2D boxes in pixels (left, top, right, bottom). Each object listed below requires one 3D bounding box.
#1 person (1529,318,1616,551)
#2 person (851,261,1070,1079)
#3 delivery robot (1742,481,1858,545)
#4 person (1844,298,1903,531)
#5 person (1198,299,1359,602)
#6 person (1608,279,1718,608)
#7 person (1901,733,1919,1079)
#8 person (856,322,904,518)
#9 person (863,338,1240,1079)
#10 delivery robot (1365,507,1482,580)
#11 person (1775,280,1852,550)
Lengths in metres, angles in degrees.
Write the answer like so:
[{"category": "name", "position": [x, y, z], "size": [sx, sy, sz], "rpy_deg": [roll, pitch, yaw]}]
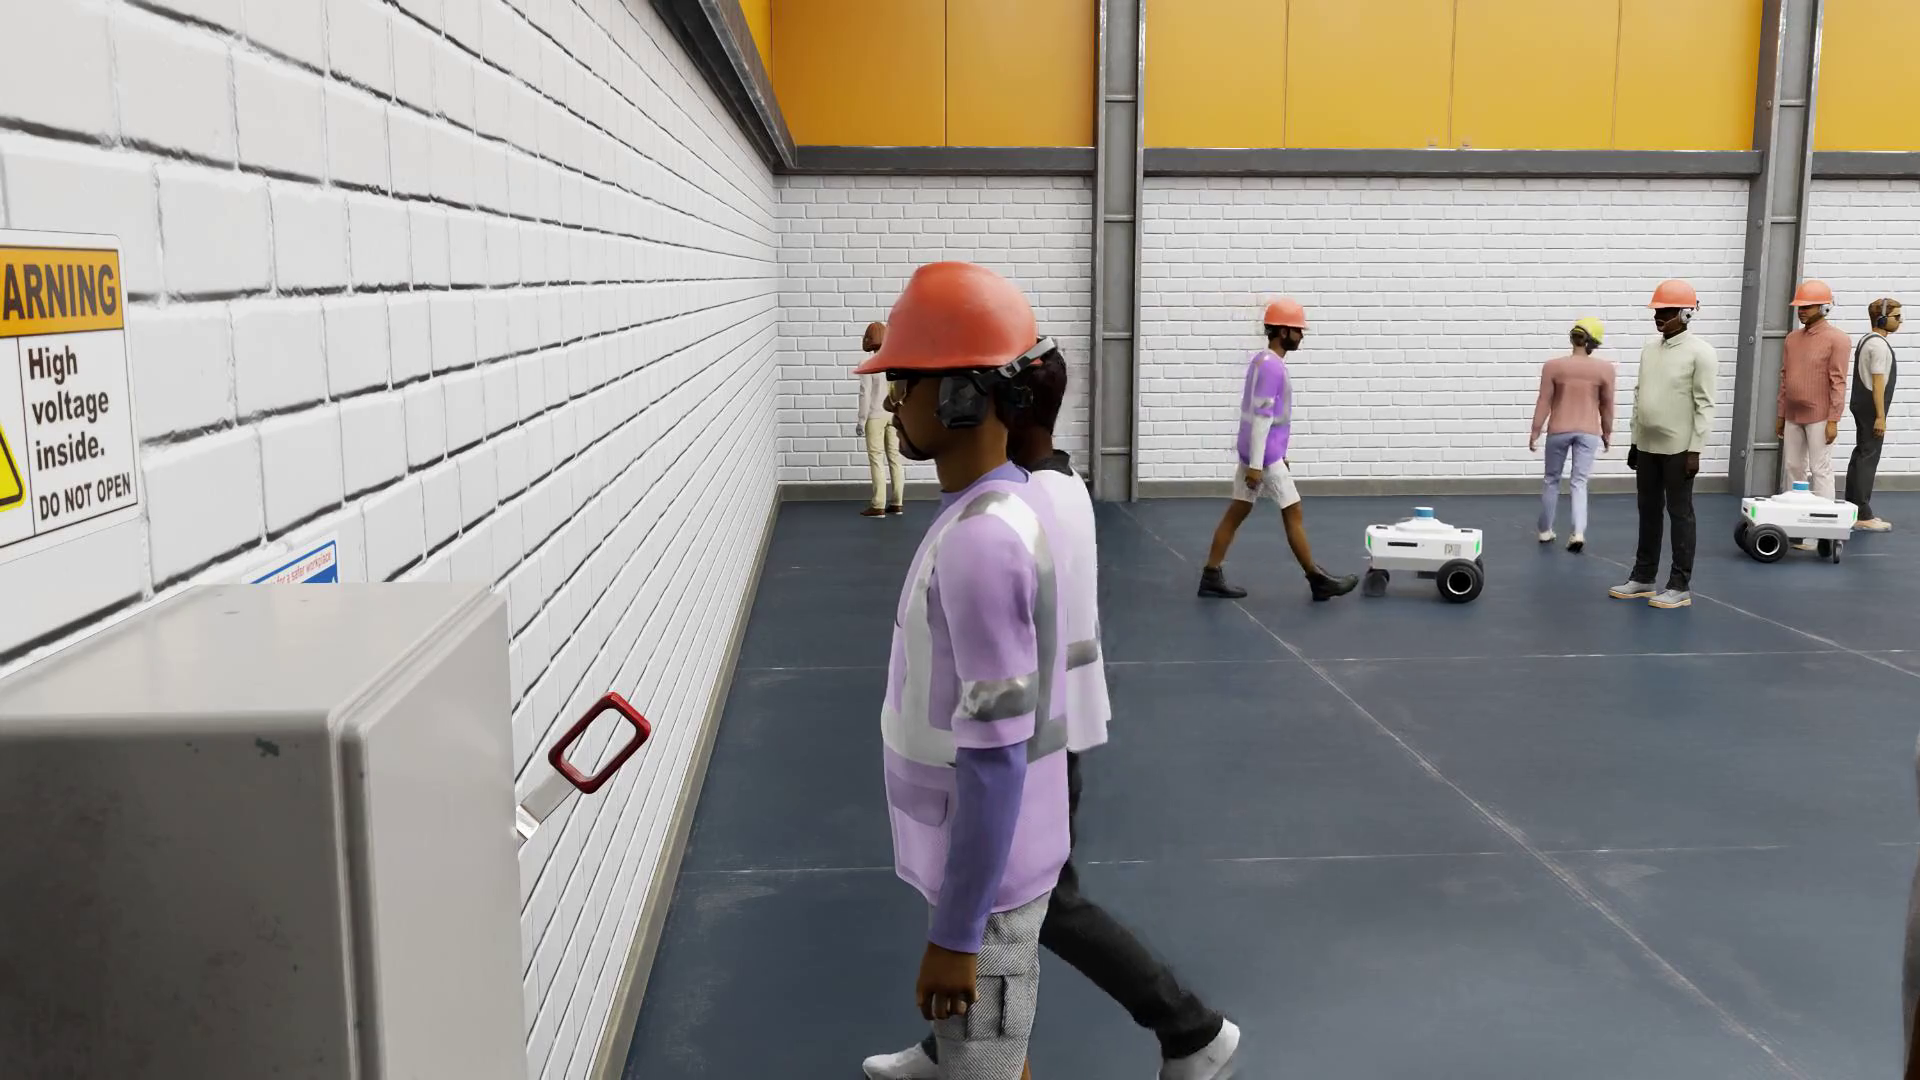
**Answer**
[{"category": "person", "position": [4.523, -0.780, 12.294], "size": [0.587, 1.715, 0.730], "rpy_deg": [3, 9, 18]}, {"category": "person", "position": [0.004, 0.547, 2.915], "size": [0.378, 2.044, 0.607], "rpy_deg": [0, 9, 2]}, {"category": "delivery robot", "position": [5.952, -0.172, 11.794], "size": [0.707, 0.478, 0.477], "rpy_deg": [2, 9, 15]}, {"category": "person", "position": [7.268, -0.997, 13.230], "size": [0.331, 1.844, 0.520], "rpy_deg": [3, 9, 16]}, {"category": "person", "position": [1.956, -0.544, 10.309], "size": [0.995, 1.875, 0.556], "rpy_deg": [0, 9, 1]}, {"category": "person", "position": [4.322, -0.586, 10.183], "size": [0.376, 1.995, 0.608], "rpy_deg": [-3, 10, -20]}, {"category": "person", "position": [1.335, 0.765, 2.120], "size": [0.510, 1.862, 0.328], "rpy_deg": [-4, 10, -24]}, {"category": "person", "position": [-0.673, -1.004, 13.940], "size": [0.280, 1.631, 0.504], "rpy_deg": [8, 12, 42]}, {"category": "person", "position": [0.214, 0.456, 3.958], "size": [0.891, 1.890, 0.599], "rpy_deg": [1, 9, 6]}, {"category": "delivery robot", "position": [2.919, 0.037, 10.483], "size": [0.707, 0.478, 0.477], "rpy_deg": [3, 9, 17]}, {"category": "person", "position": [6.288, -0.924, 12.340], "size": [0.404, 1.987, 0.614], "rpy_deg": [-2, 9, -15]}]
